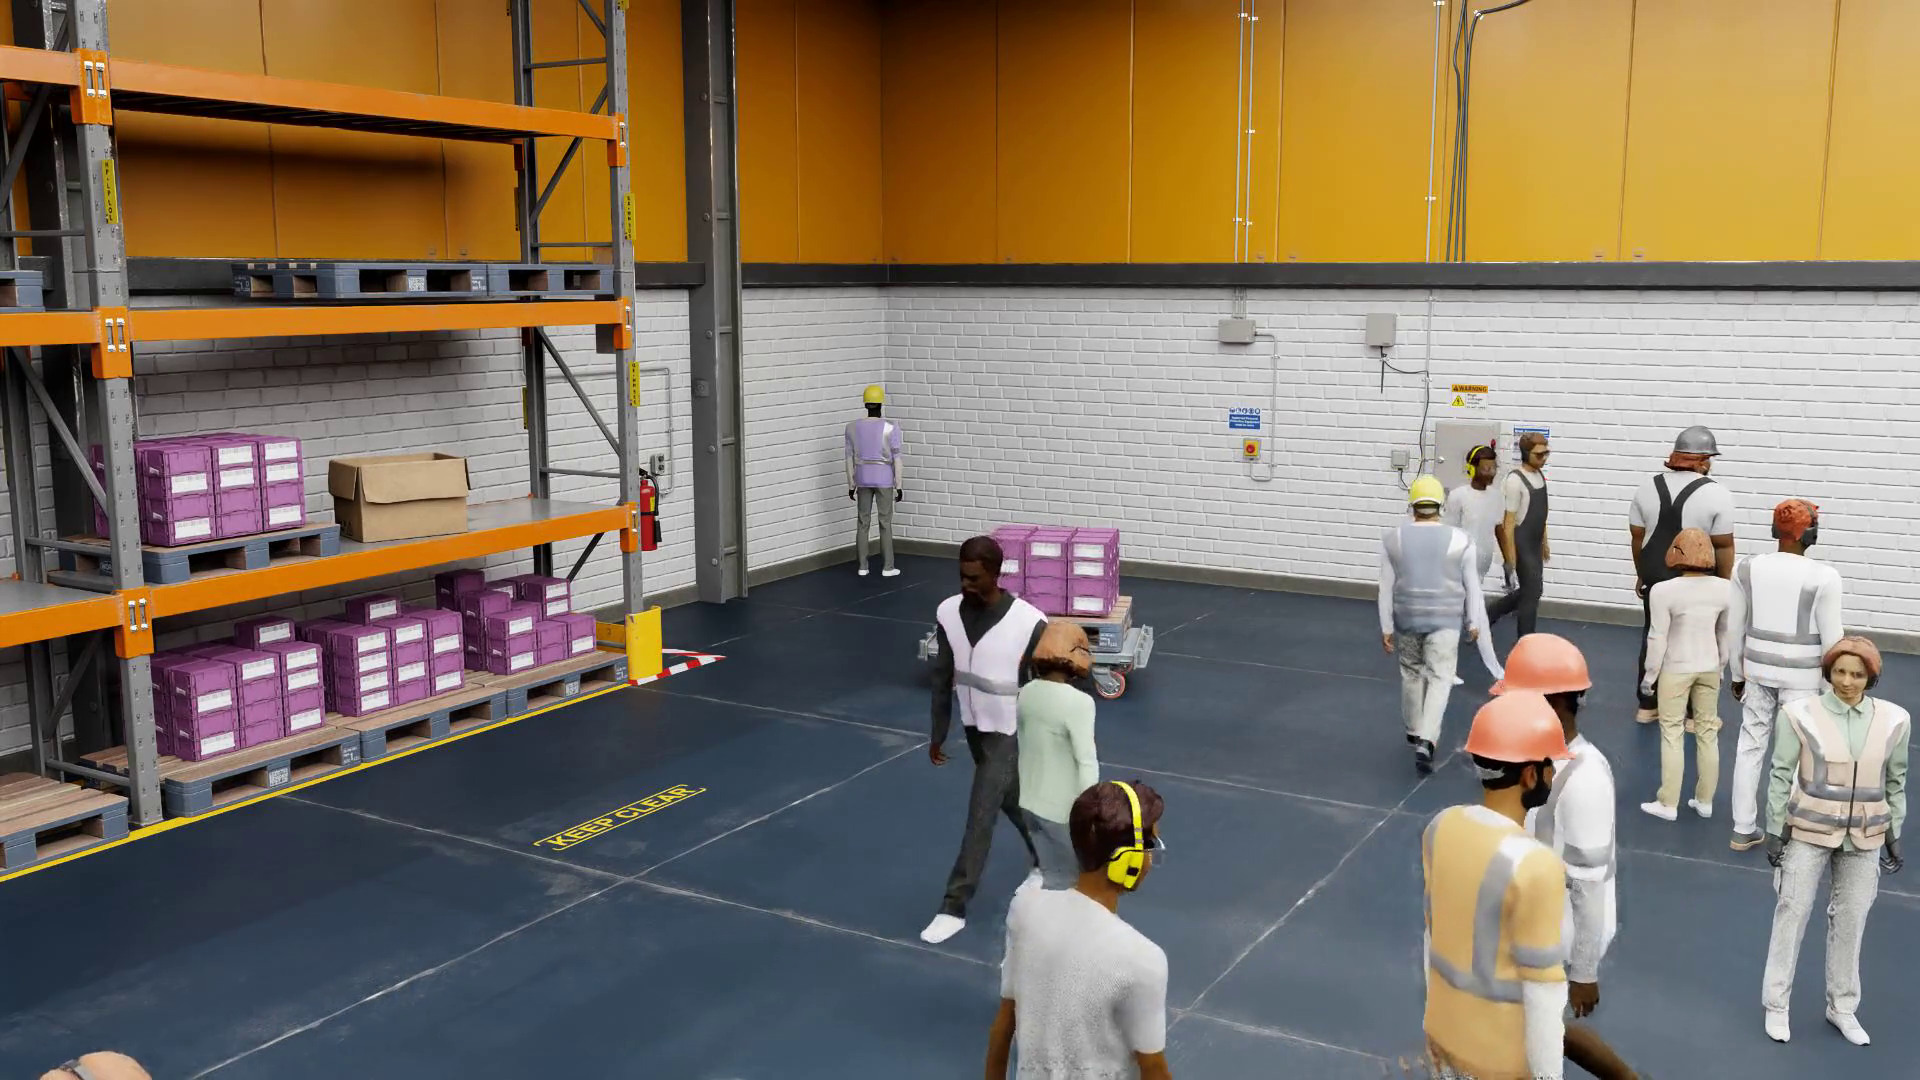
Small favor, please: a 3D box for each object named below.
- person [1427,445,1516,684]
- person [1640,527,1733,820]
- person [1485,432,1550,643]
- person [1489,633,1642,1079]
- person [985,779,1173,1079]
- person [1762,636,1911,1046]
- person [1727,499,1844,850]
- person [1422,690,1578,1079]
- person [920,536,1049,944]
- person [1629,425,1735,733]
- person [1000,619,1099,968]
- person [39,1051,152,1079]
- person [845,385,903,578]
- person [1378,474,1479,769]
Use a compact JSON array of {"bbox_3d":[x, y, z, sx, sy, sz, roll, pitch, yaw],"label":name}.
[{"bbox_3d":[3.767,0.222,11.978,0.566,1.800,1.014,-6,11,-31],"label":"person"},{"bbox_3d":[4.031,0.744,9.240,0.499,1.634,0.285,-1,9,-8],"label":"person"},{"bbox_3d":[4.357,0.047,13.007,0.633,1.822,0.533,8,12,40],"label":"person"},{"bbox_3d":[2.006,1.233,5.352,0.754,1.909,0.578,1,9,4],"label":"person"},{"bbox_3d":[0.322,1.477,4.063,0.652,1.834,0.497,-6,11,-34],"label":"person"},{"bbox_3d":[3.433,1.176,6.535,0.523,1.636,0.310,1,9,6],"label":"person"},{"bbox_3d":[4.263,0.722,8.611,0.356,1.883,0.574,-7,12,-38],"label":"person"},{"bbox_3d":[1.377,1.358,4.534,0.664,1.919,0.566,-2,9,-12],"label":"person"},{"bbox_3d":[0.190,0.875,7.780,0.606,1.861,1.006,8,12,42],"label":"person"},{"bbox_3d":[4.848,0.243,11.102,0.535,2.000,0.684,-7,12,-38],"label":"person"},{"bbox_3d":[0.370,1.135,6.848,0.456,1.609,0.565,-5,11,-30],"label":"person"},{"bbox_3d":[-1.529,1.727,3.255,0.521,1.588,0.896,9,13,43],"label":"person"},{"bbox_3d":[-0.851,-0.582,16.595,0.588,1.930,0.364,2,9,12],"label":"person"},{"bbox_3d":[2.889,0.493,10.296,0.589,1.802,0.873,4,10,23],"label":"person"}]
